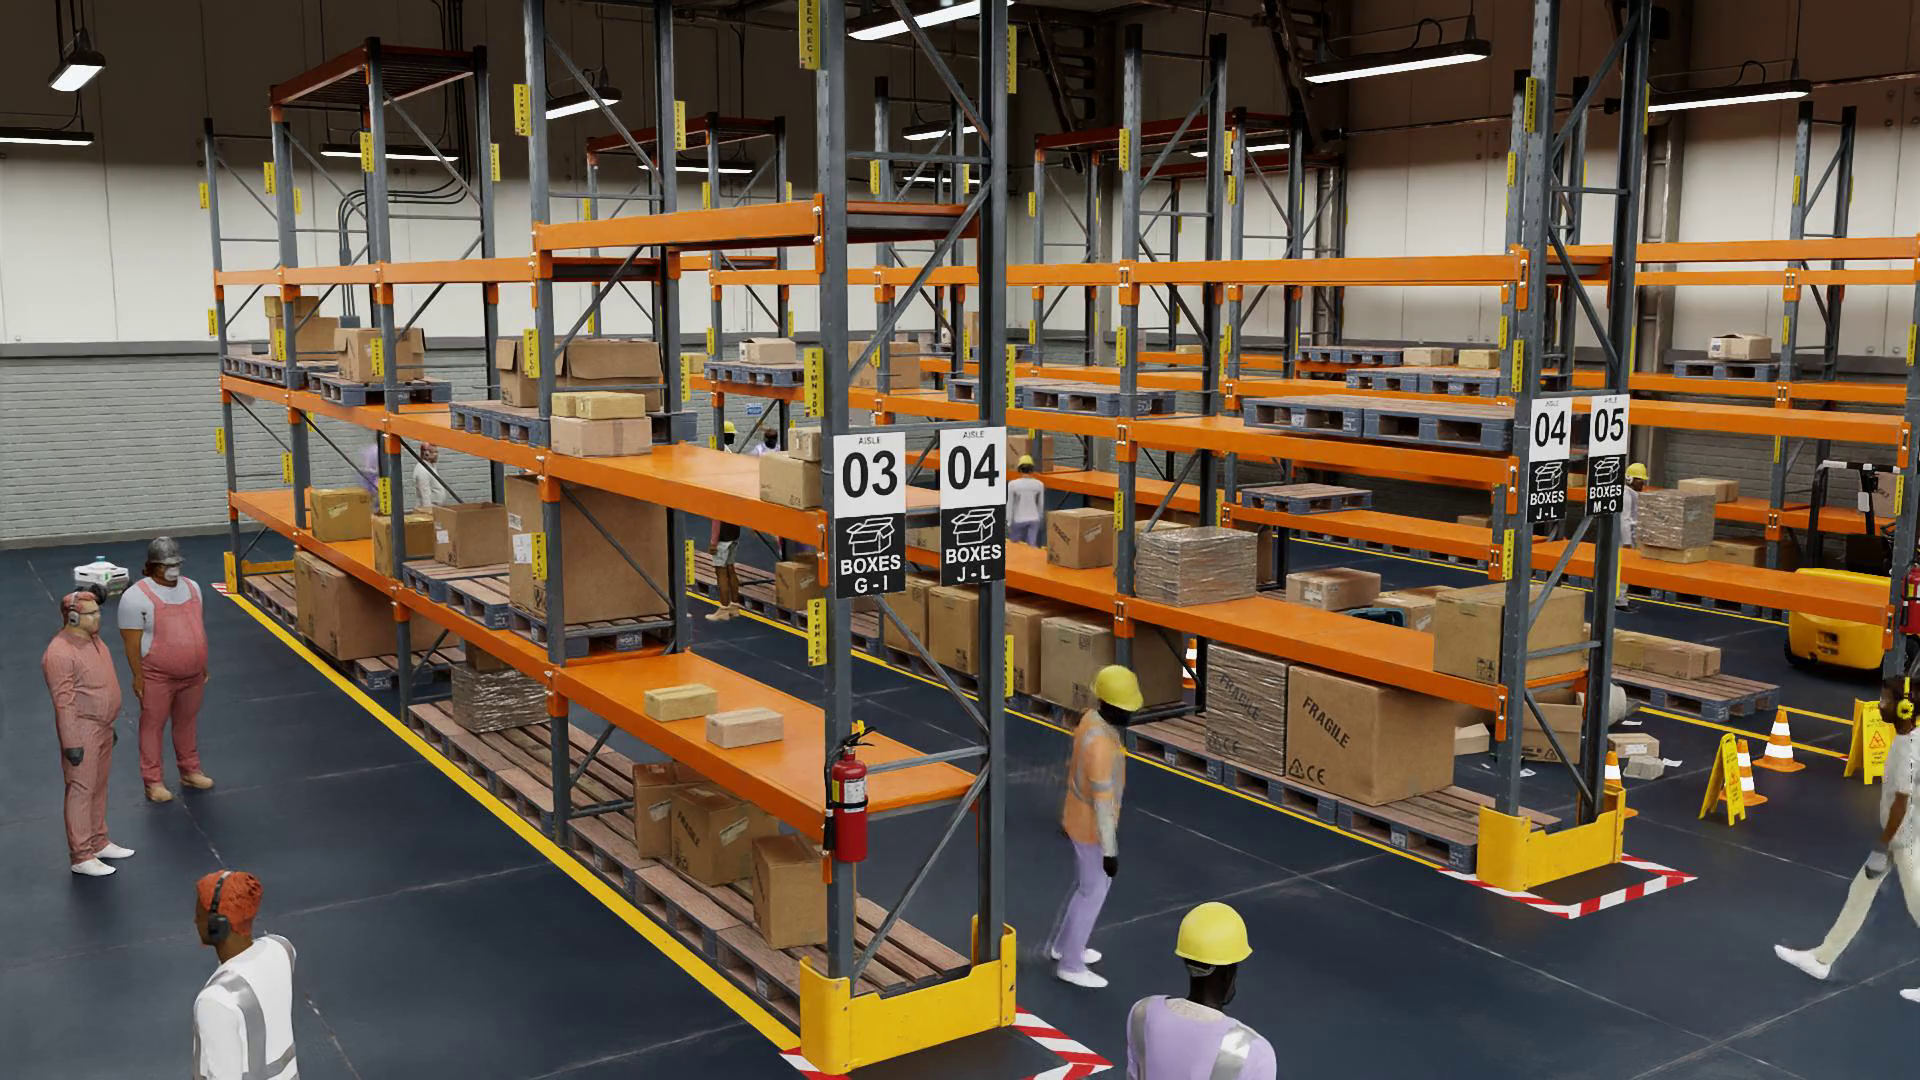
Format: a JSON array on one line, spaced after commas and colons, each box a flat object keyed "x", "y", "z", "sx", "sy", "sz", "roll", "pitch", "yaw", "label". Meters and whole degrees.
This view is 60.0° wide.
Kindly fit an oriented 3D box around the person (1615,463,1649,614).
[{"x": 8.157, "y": -0.025, "z": 20.247, "sx": 0.403, "sy": 1.824, "sz": 0.586, "roll": 4, "pitch": 10, "yaw": 27, "label": "person"}]

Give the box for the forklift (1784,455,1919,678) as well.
[{"x": 9.643, "y": 0.253, "z": 17.172, "sx": 2.313, "sy": 2.155, "sz": 1.214, "roll": -6, "pitch": 10, "yaw": -33, "label": "forklift"}]

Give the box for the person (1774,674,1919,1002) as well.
[{"x": 5.106, "y": 1.638, "z": 9.181, "sx": 0.961, "sy": 1.817, "sz": 0.551, "roll": 5, "pitch": 10, "yaw": 28, "label": "person"}]

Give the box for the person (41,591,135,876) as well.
[{"x": -5.868, "y": 1.289, "z": 11.220, "sx": 0.411, "sy": 1.911, "sz": 0.643, "roll": -1, "pitch": 9, "yaw": -7, "label": "person"}]

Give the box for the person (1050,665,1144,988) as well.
[{"x": 0.772, "y": 1.594, "z": 9.273, "sx": 0.504, "sy": 1.877, "sz": 0.616, "roll": 1, "pitch": 9, "yaw": 4, "label": "person"}]

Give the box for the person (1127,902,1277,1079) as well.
[{"x": 0.807, "y": 2.141, "z": 5.531, "sx": 0.403, "sy": 1.919, "sz": 0.587, "roll": -8, "pitch": 12, "yaw": -42, "label": "person"}]

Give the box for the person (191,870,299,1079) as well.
[{"x": -2.560, "y": 2.091, "z": 5.962, "sx": 0.354, "sy": 1.883, "sz": 0.576, "roll": 0, "pitch": 9, "yaw": -1, "label": "person"}]

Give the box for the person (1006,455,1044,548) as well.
[{"x": 0.833, "y": -0.263, "z": 22.120, "sx": 0.542, "sy": 1.733, "sz": 0.709, "roll": -2, "pitch": 9, "yaw": -15, "label": "person"}]

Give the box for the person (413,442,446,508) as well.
[{"x": -7.097, "y": -0.374, "z": 22.303, "sx": 0.402, "sy": 1.904, "sz": 0.652, "roll": -3, "pitch": 9, "yaw": -16, "label": "person"}]

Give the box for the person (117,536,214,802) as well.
[{"x": -6.082, "y": 0.974, "z": 12.876, "sx": 0.536, "sy": 2.000, "sz": 0.683, "roll": 4, "pitch": 10, "yaw": 27, "label": "person"}]

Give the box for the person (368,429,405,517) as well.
[{"x": -8.354, "y": -0.756, "z": 24.468, "sx": 0.922, "sy": 2.011, "sz": 0.631, "roll": 2, "pitch": 9, "yaw": 10, "label": "person"}]

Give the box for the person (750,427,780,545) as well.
[{"x": -2.990, "y": -0.850, "z": 25.764, "sx": 0.638, "sy": 1.819, "sz": 0.734, "roll": -5, "pitch": 10, "yaw": -32, "label": "person"}]

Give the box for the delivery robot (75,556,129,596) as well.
[{"x": -10.829, "y": 0.450, "z": 20.979, "sx": 0.707, "sy": 0.478, "sz": 0.477, "roll": 5, "pitch": 10, "yaw": 30, "label": "delivery robot"}]

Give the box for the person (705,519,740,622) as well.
[{"x": -2.816, "y": -0.045, "z": 19.723, "sx": 0.409, "sy": 2.028, "sz": 0.614, "roll": 2, "pitch": 9, "yaw": 15, "label": "person"}]
